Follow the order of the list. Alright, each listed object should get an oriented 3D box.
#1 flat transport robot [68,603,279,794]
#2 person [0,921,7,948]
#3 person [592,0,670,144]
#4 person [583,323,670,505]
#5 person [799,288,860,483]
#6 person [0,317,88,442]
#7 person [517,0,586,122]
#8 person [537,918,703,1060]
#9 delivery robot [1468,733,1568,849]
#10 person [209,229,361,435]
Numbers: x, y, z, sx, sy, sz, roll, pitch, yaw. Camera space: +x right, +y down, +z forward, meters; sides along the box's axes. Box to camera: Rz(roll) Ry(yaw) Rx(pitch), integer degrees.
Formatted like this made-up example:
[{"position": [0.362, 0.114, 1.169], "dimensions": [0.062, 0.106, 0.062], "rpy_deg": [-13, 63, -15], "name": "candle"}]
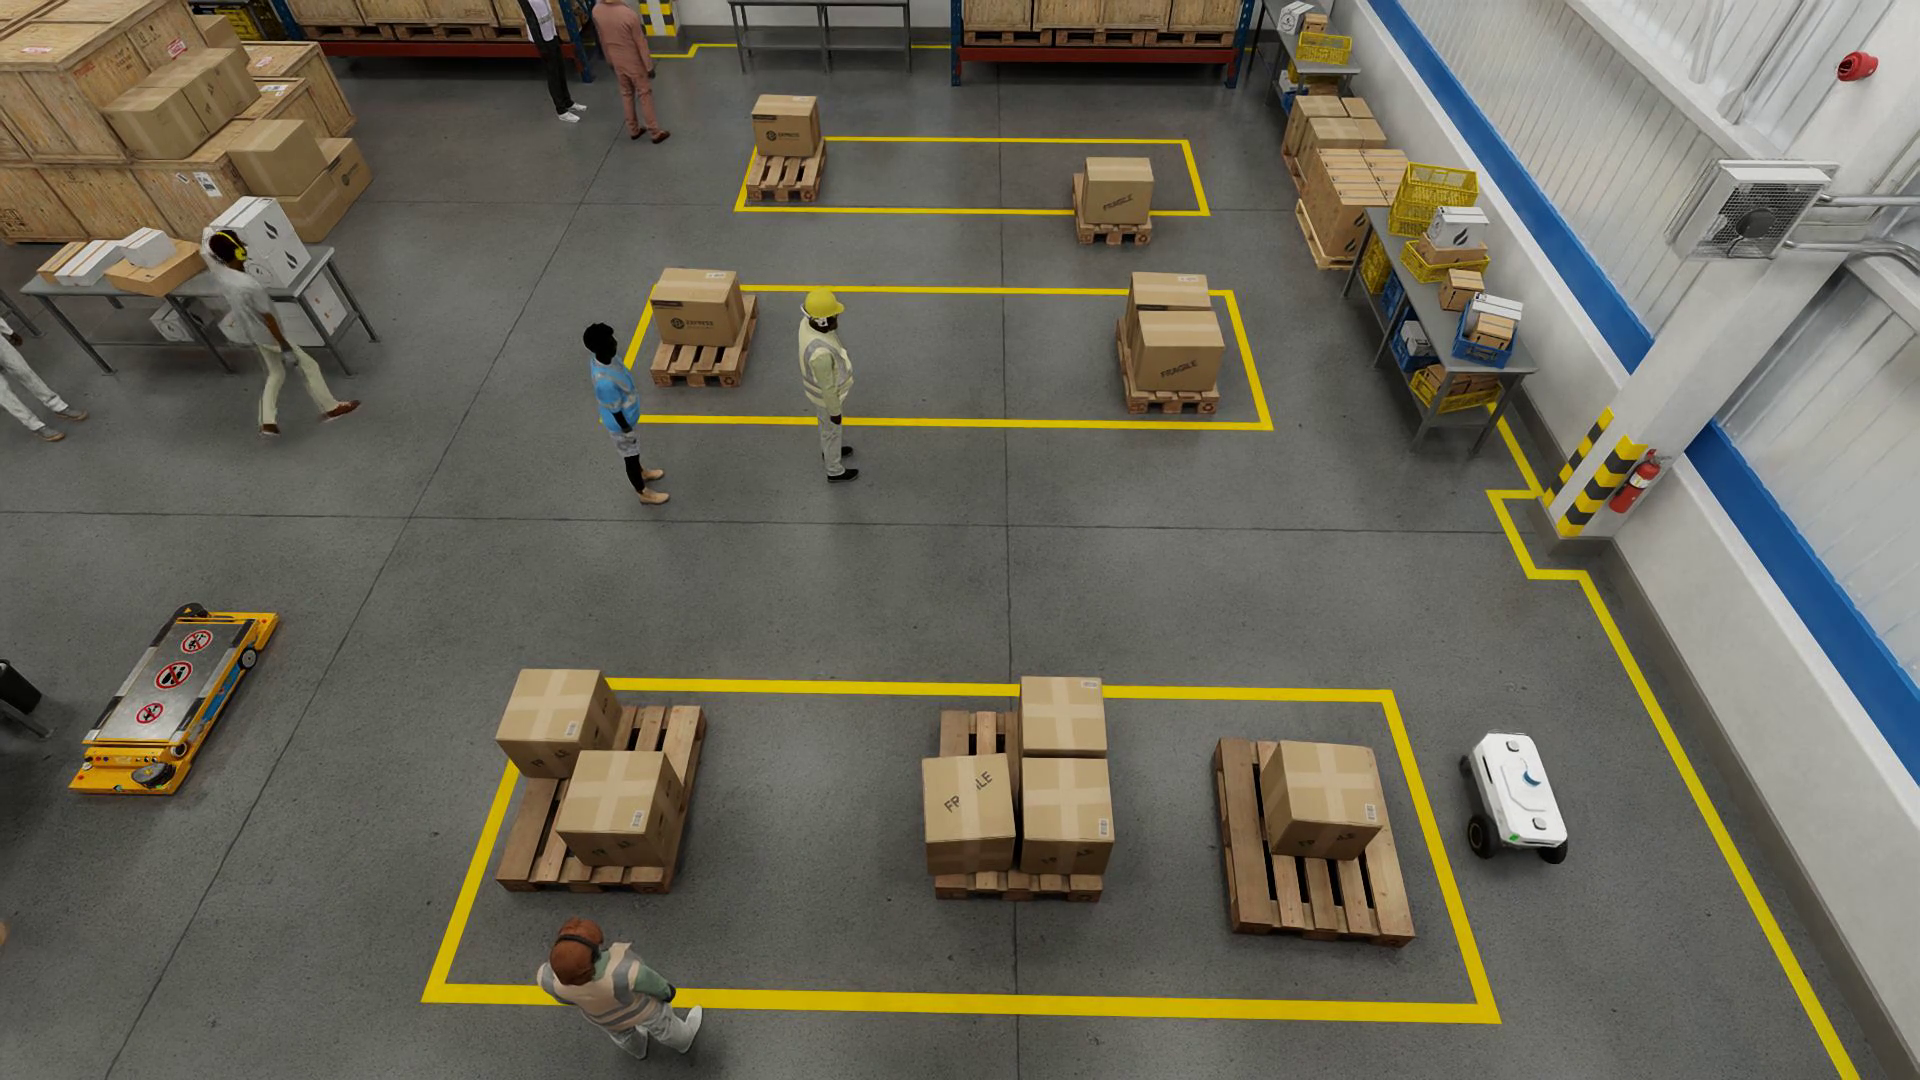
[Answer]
[{"position": [-5.504, 1.072, 6.442], "dimensions": [0.652, 0.197, 1.431], "rpy_deg": [1, 50, 1], "name": "flat transport robot"}, {"position": [-5.825, 1.937, 4.701], "dimensions": [0.678, 1.826, 0.513], "rpy_deg": [-20, 53, -16], "name": "person"}, {"position": [-4.055, -5.889, 11.279], "dimensions": [0.643, 1.898, 0.398], "rpy_deg": [18, 52, 14], "name": "person"}, {"position": [-2.663, -0.987, 7.255], "dimensions": [0.322, 1.696, 0.530], "rpy_deg": [-13, 51, -11], "name": "person"}, {"position": [-1.053, -1.225, 7.376], "dimensions": [0.403, 1.823, 0.596], "rpy_deg": [-11, 51, -9], "name": "person"}, {"position": [-8.252, -1.648, 7.702], "dimensions": [0.351, 1.879, 0.569], "rpy_deg": [10, 51, 9], "name": "person"}, {"position": [-5.264, -6.370, 11.667], "dimensions": [0.377, 1.917, 0.600], "rpy_deg": [1, 50, 1], "name": "person"}, {"position": [-1.672, 2.269, 4.538], "dimensions": [0.514, 1.640, 0.310], "rpy_deg": [-2, 50, -2], "name": "person"}, {"position": [3.512, 1.580, 5.768], "dimensions": [0.477, 0.478, 0.707], "rpy_deg": [3, 50, 3], "name": "delivery robot"}, {"position": [-5.930, -1.647, 7.739], "dimensions": [0.576, 1.835, 0.773], "rpy_deg": [22, 53, 18], "name": "person"}]
